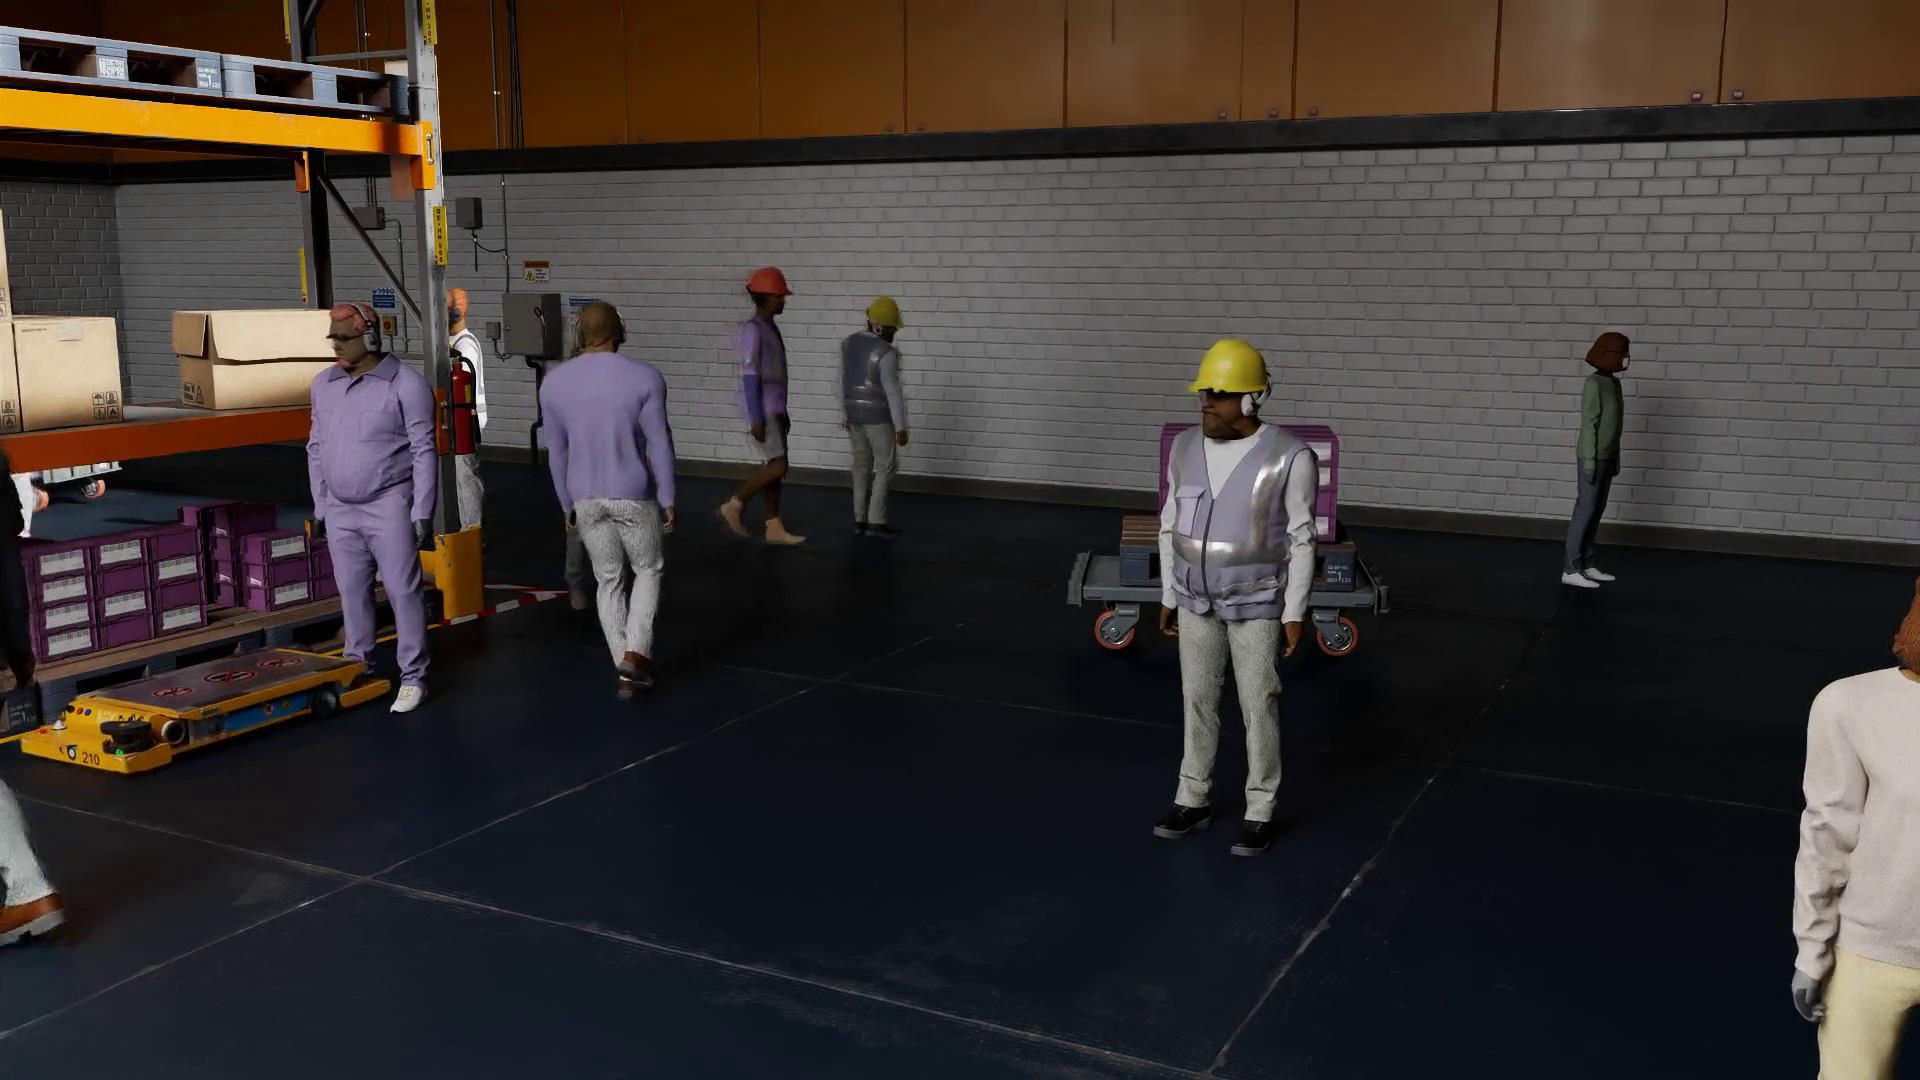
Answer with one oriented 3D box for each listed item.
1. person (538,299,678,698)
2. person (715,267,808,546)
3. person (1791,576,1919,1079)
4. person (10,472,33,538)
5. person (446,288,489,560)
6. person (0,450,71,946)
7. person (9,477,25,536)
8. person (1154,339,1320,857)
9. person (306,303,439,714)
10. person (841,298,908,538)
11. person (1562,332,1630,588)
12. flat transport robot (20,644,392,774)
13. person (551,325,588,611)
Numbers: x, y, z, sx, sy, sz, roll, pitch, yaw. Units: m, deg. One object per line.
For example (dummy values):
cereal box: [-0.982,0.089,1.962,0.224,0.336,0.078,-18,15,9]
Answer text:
person: [-1.670,-0.185,7.922,0.658,1.912,0.481,1,10,5]
person: [-1.419,-0.943,11.975,0.549,2.030,0.616,1,10,5]
person: [1.808,0.795,3.084,0.492,1.625,0.282,4,11,22]
person: [-6.786,-0.842,11.692,0.668,1.916,0.544,1,10,7]
person: [-3.451,-0.786,11.481,0.355,1.884,0.575,-5,11,-25]
person: [-3.019,0.344,4.898,0.536,1.913,0.649,4,11,22]
person: [-5.613,-0.468,9.533,0.581,1.914,0.509,9,13,41]
person: [0.957,0.205,5.897,0.595,1.828,0.403,8,12,37]
person: [-2.729,-0.138,7.684,0.645,1.900,0.400,3,10,16]
person: [-0.654,-0.907,12.493,0.416,1.792,0.637,-9,14,-43]
person: [4.078,-0.510,10.623,0.288,1.627,0.501,8,13,38]
flat transport robot: [-3.317,0.719,7.427,0.652,0.197,1.431,5,11,26]
person: [-2.175,-0.429,9.889,0.504,1.720,0.409,-4,10,-21]
